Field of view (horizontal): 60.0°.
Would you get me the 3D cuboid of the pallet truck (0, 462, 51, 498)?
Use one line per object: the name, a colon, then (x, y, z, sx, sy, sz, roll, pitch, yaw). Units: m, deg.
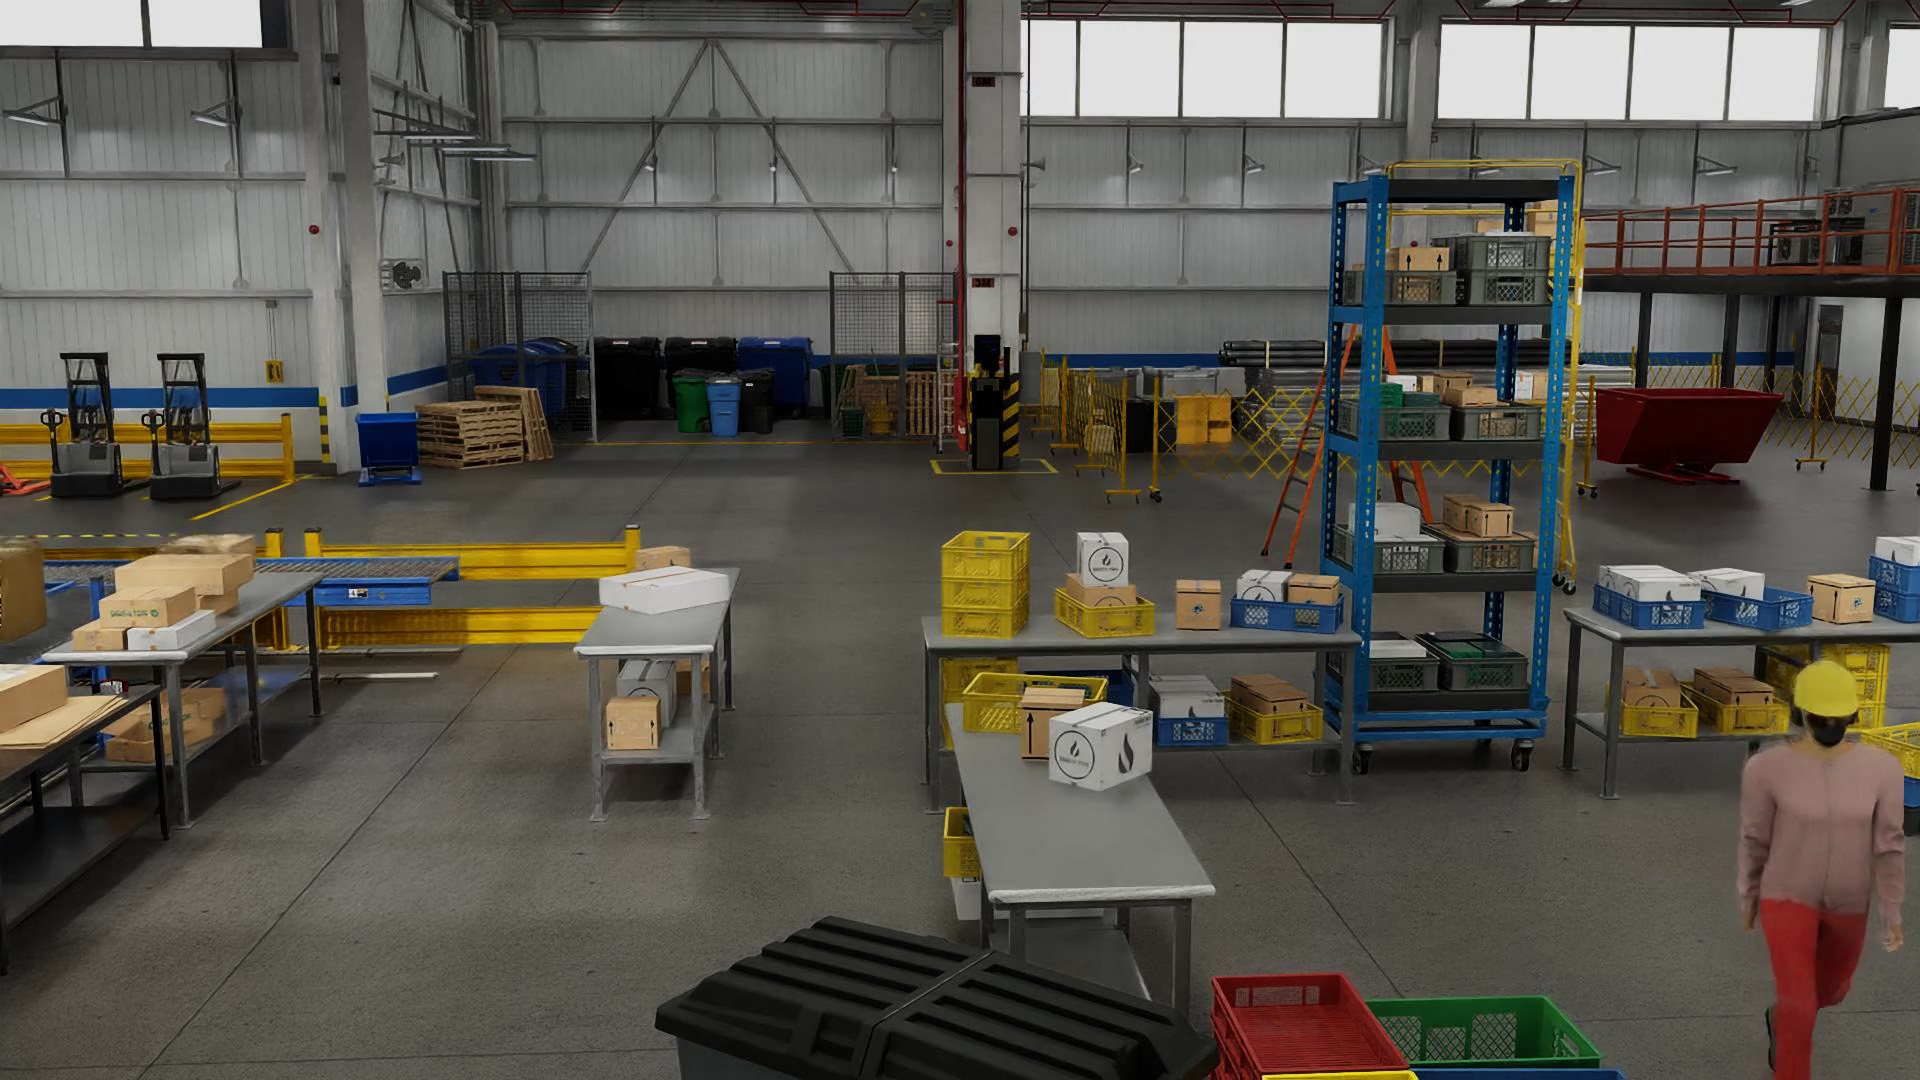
pallet truck: (-13.193, -1.293, 23.148, 0.653, 1.274, 1.630, -1, 9, -4)

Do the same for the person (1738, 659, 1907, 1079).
person: (3.014, 1.239, 5.910, 0.518, 1.730, 0.828, 1, 9, 7)

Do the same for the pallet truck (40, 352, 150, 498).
pallet truck: (-11.907, -1.642, 23.165, 0.823, 1.965, 1.885, 0, 9, 0)

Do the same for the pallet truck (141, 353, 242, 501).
pallet truck: (-10.520, -1.604, 22.925, 0.823, 1.965, 1.885, -1, 9, -6)
